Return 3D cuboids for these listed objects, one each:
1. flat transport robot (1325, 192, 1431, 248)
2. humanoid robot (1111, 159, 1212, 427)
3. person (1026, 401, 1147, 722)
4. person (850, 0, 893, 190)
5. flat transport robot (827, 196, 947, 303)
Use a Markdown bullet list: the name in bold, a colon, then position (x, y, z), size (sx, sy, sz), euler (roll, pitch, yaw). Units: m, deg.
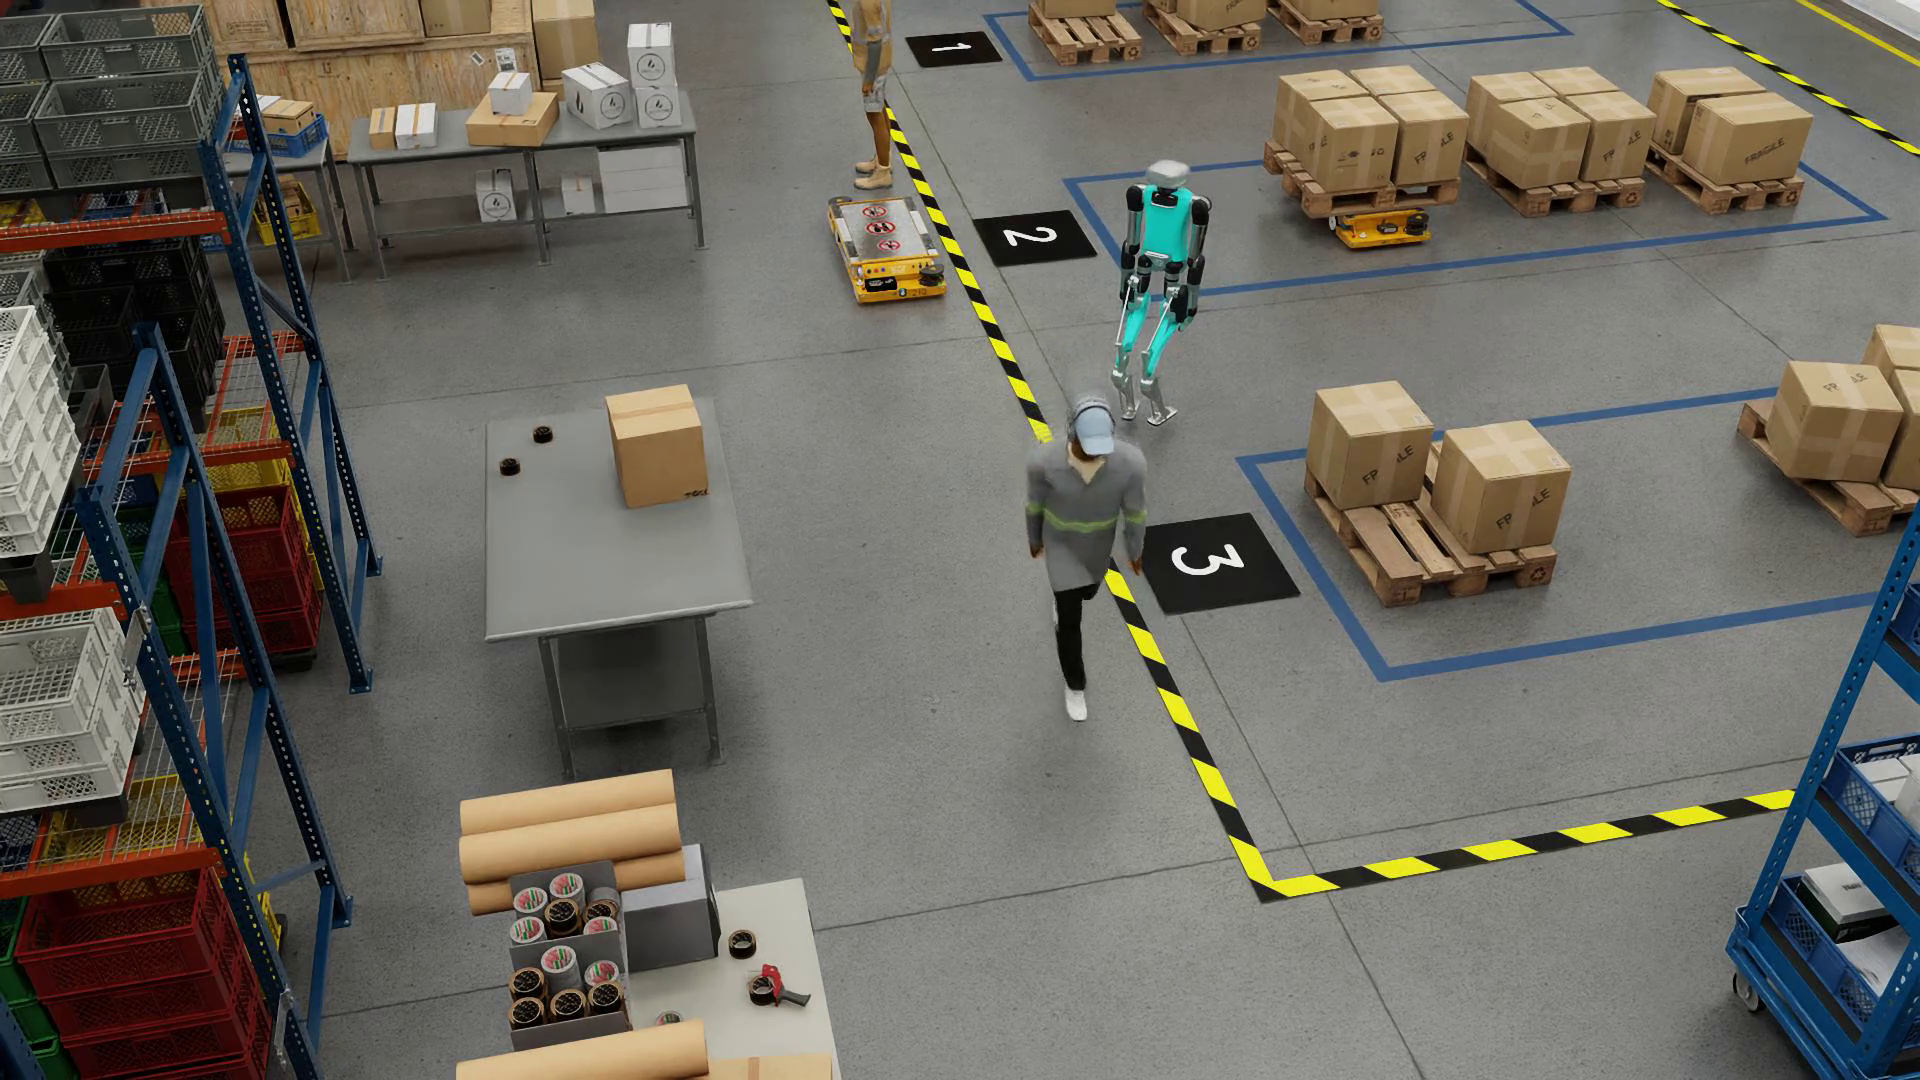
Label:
- **flat transport robot**: position (3.134, -2.740, 13.213), size (0.652, 0.197, 1.431), euler (-8, 37, -10)
- **humanoid robot**: position (1.137, -1.428, 10.130), size (0.533, 1.677, 0.735), euler (18, 40, 23)
- **person**: position (0.613, -0.056, 8.360), size (0.599, 1.795, 0.895), euler (-3, 37, -3)
- **person**: position (-0.730, -3.771, 13.145), size (0.394, 2.031, 0.613), euler (1, 37, 1)
- **flat transport robot**: position (-0.570, -2.220, 12.538), size (0.659, 0.231, 1.431), euler (-8, 37, -10)
